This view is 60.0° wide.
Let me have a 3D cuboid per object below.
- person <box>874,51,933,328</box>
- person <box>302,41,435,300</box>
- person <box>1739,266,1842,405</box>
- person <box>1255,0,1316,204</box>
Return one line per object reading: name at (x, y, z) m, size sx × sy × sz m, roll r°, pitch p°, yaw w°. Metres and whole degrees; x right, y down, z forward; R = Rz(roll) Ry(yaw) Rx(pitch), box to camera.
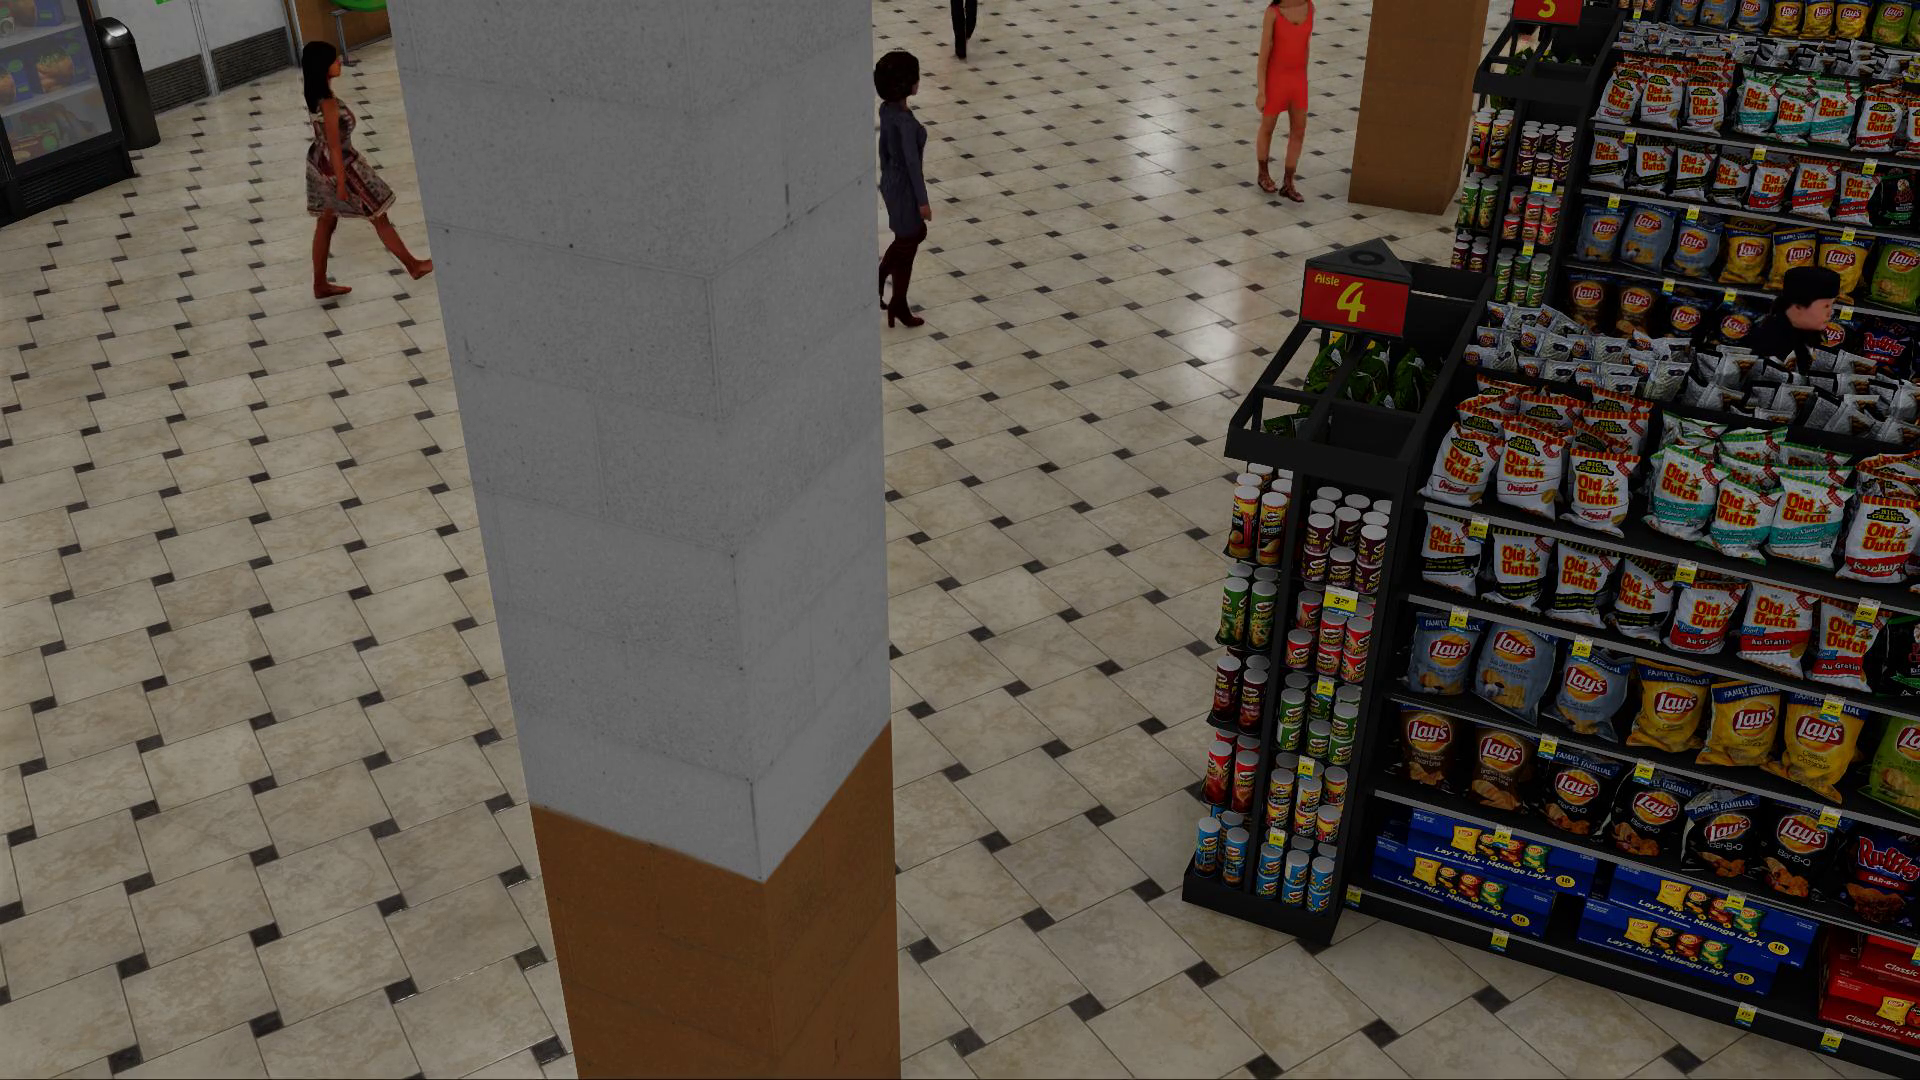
person at (-0.423, -2.061, 9.998) m, size 0.823 × 1.700 × 0.760 m, roll -7°, pitch 33°, yaw -11°
person at (-3.984, -2.267, 10.417) m, size 1.029 × 1.607 × 1.104 m, roll -21°, pitch 38°, yaw -30°
person at (3.504, -0.462, 7.472) m, size 0.921 × 1.653 × 1.040 m, roll -26°, pitch 40°, yaw -35°
person at (2.292, -3.337, 12.056) m, size 0.891 × 1.691 × 0.958 m, roll -12°, pitch 34°, yaw -19°
